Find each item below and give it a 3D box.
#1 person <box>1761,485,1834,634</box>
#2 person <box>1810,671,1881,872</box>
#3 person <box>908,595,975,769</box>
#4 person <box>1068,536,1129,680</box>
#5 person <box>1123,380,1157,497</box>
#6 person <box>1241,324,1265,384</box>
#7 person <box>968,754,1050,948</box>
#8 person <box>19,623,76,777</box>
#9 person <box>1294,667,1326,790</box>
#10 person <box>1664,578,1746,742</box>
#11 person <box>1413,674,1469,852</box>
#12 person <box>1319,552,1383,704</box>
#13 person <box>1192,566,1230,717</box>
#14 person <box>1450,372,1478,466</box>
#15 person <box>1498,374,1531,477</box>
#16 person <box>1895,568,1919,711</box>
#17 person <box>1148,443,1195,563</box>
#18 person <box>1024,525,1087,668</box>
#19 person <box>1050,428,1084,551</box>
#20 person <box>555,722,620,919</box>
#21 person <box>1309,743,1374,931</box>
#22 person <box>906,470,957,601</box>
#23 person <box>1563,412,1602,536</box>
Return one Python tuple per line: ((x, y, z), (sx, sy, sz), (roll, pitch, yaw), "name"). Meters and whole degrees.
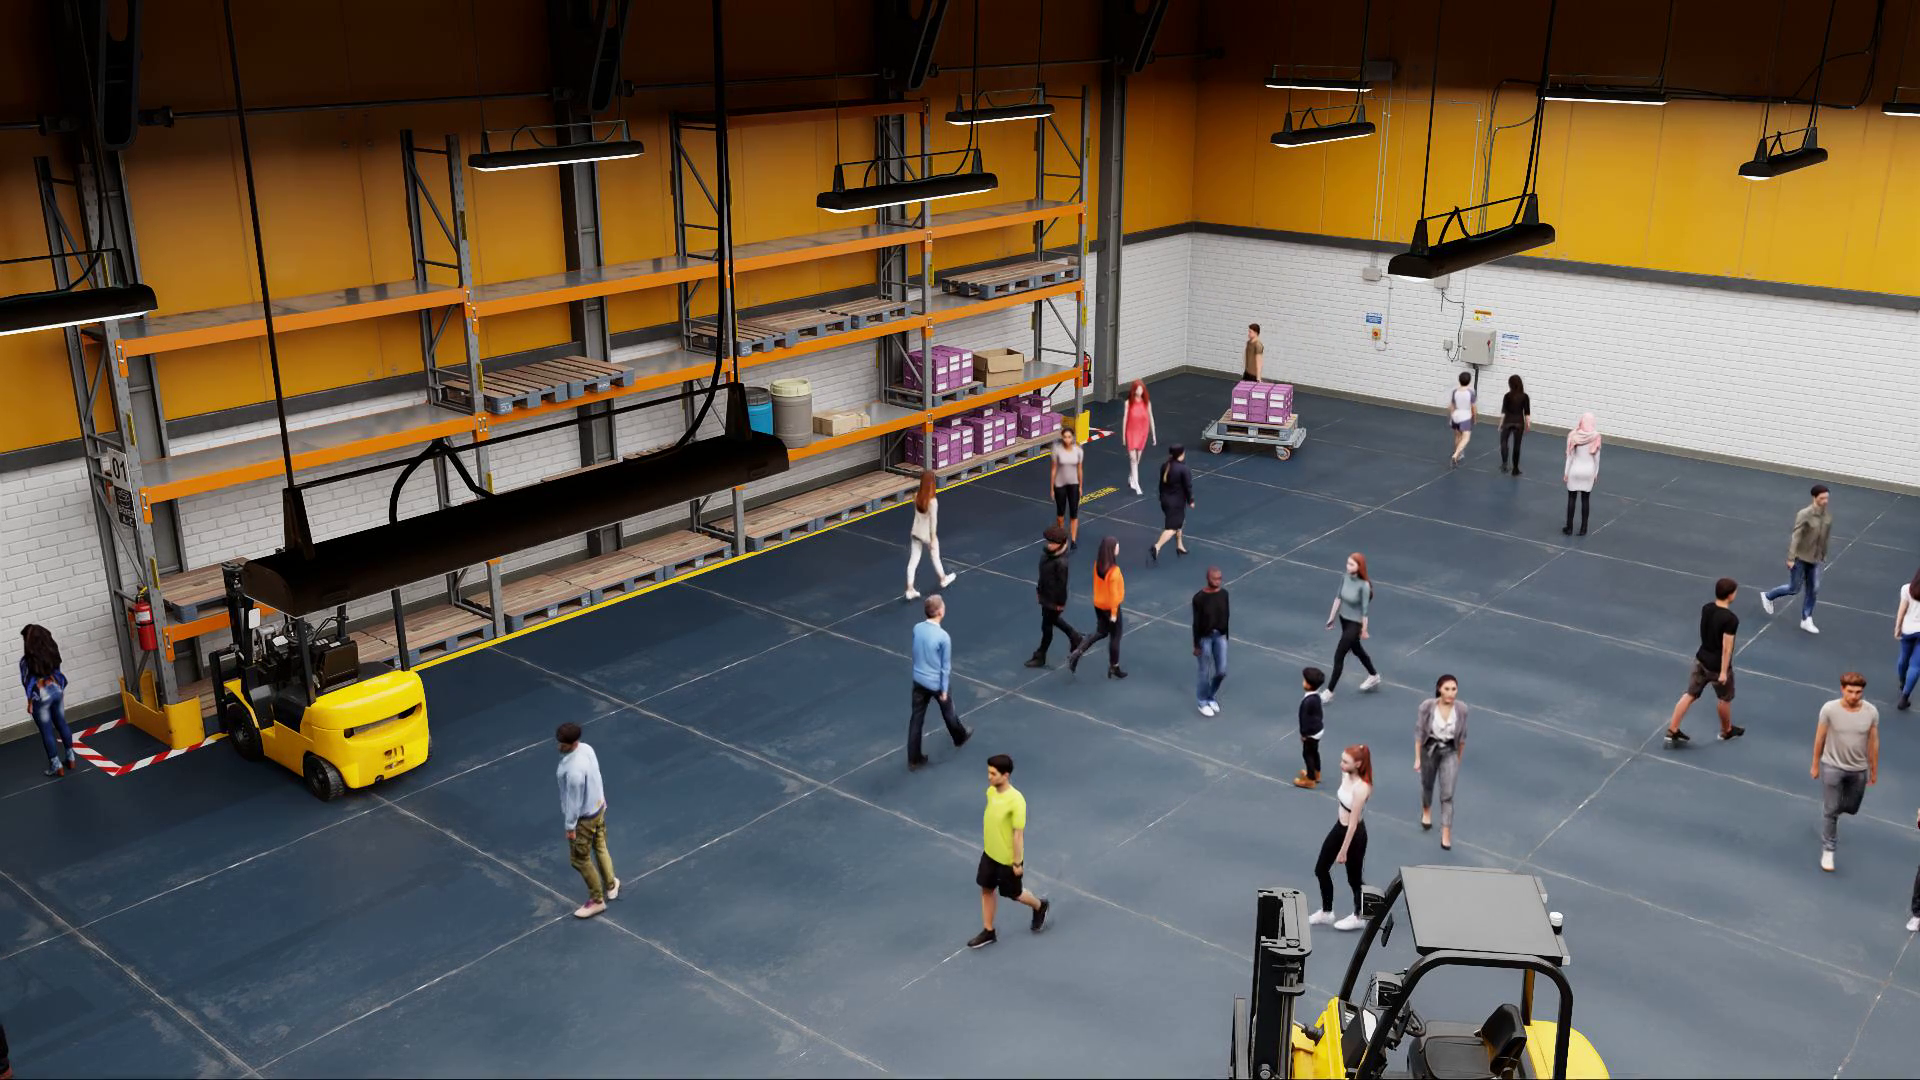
((10.323, 0.187, 20.454), (1.153, 1.835, 1.136), (-7, 20, -19), "person")
((7.952, 2.013, 14.983), (0.965, 1.867, 1.158), (4, 19, 11), "person")
((-0.351, 1.454, 16.791), (0.720, 1.773, 1.145), (13, 22, 33), "person")
((1.598, 0.791, 18.820), (1.077, 1.734, 0.890), (-8, 20, -22), "person")
((2.727, -1.603, 25.848), (1.099, 1.786, 1.090), (-4, 19, -12), "person")
((5.315, -2.968, 29.812), (0.990, 1.841, 0.901), (-5, 19, -15), "person")
((0.418, 2.542, 13.697), (1.051, 1.684, 0.759), (-14, 23, -36), "person")
((-9.154, 1.583, 16.651), (0.736, 1.617, 0.593), (7, 20, 20), "person")
((3.496, 1.853, 16.478), (0.587, 1.215, 0.443), (11, 22, 30), "person")
((7.699, 1.289, 17.207), (1.298, 1.819, 1.094), (-6, 19, -17), "person")
((4.415, 1.988, 15.424), (0.950, 1.633, 1.149), (4, 19, 11), "person")
((4.393, 0.954, 18.387), (1.234, 1.701, 0.968), (-7, 20, -20), "person")
((2.669, 1.058, 18.023), (0.694, 1.736, 0.791), (-6, 20, -18), "person")
((8.256, -1.982, 27.355), (0.580, 1.541, 0.934), (16, 24, 38), "person")
((8.906, -1.832, 26.782), (0.778, 1.622, 0.788), (6, 19, 17), "person")
((10.417, 1.076, 18.101), (0.645, 1.653, 1.010), (17, 25, 40), "person")
((2.886, -0.472, 22.712), (1.145, 1.644, 0.876), (-12, 22, -32), "person")
((1.134, 0.645, 19.239), (1.143, 1.742, 0.961), (-5, 19, -15), "person")
((1.494, -0.755, 23.431), (0.970, 1.721, 1.067), (0, 19, -1), "person")
((-3.145, 2.320, 14.187), (0.985, 1.792, 0.821), (6, 19, 16), "person")
((3.327, 2.479, 13.815), (0.915, 1.729, 0.851), (-2, 19, -7), "person")
((-0.524, -0.030, 21.363), (0.609, 1.666, 1.098), (14, 23, 35), "person")
((8.925, -0.954, 23.894), (0.734, 1.803, 0.751), (3, 19, 9), "person")
